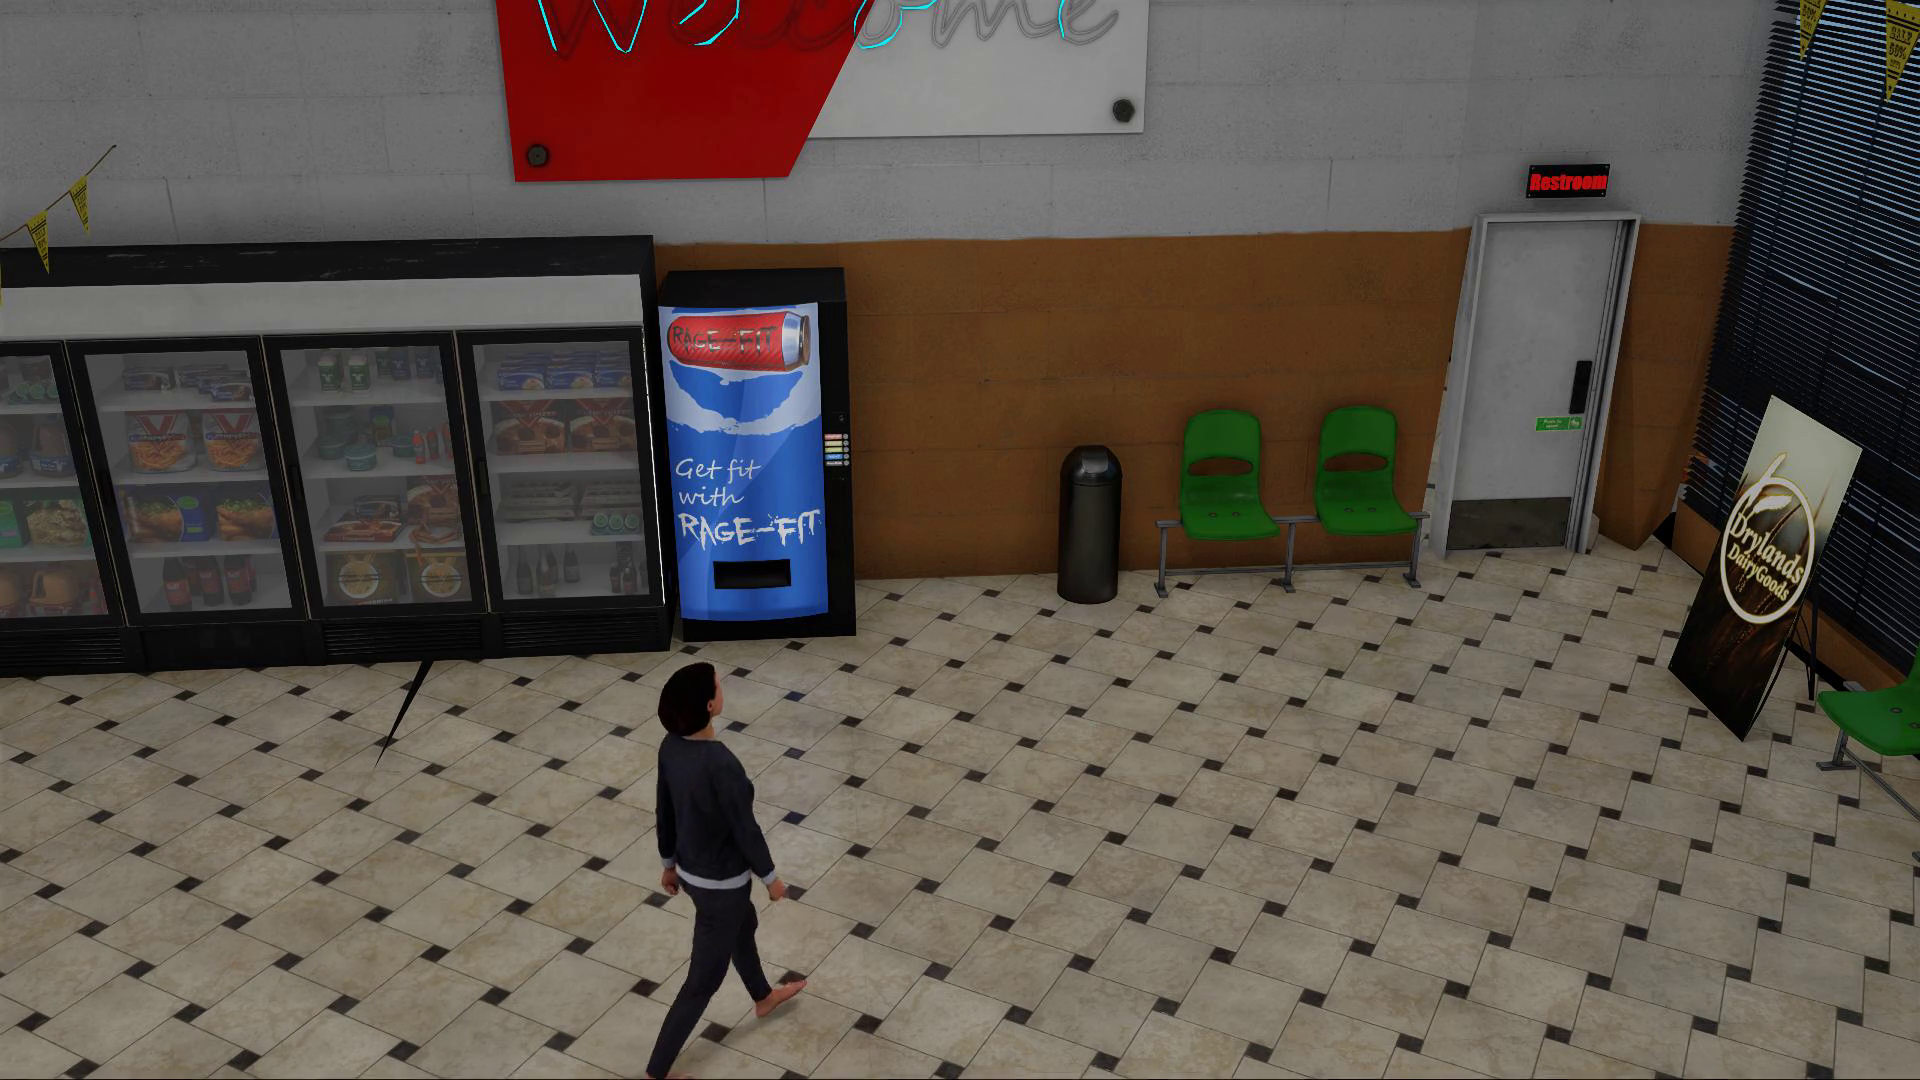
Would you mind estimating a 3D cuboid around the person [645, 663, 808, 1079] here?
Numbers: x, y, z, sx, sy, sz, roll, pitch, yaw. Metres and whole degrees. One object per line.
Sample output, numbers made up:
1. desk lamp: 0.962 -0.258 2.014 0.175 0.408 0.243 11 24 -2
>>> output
1. person: -0.987 1.320 6.258 1.120 1.728 1.141 -21 31 -39
